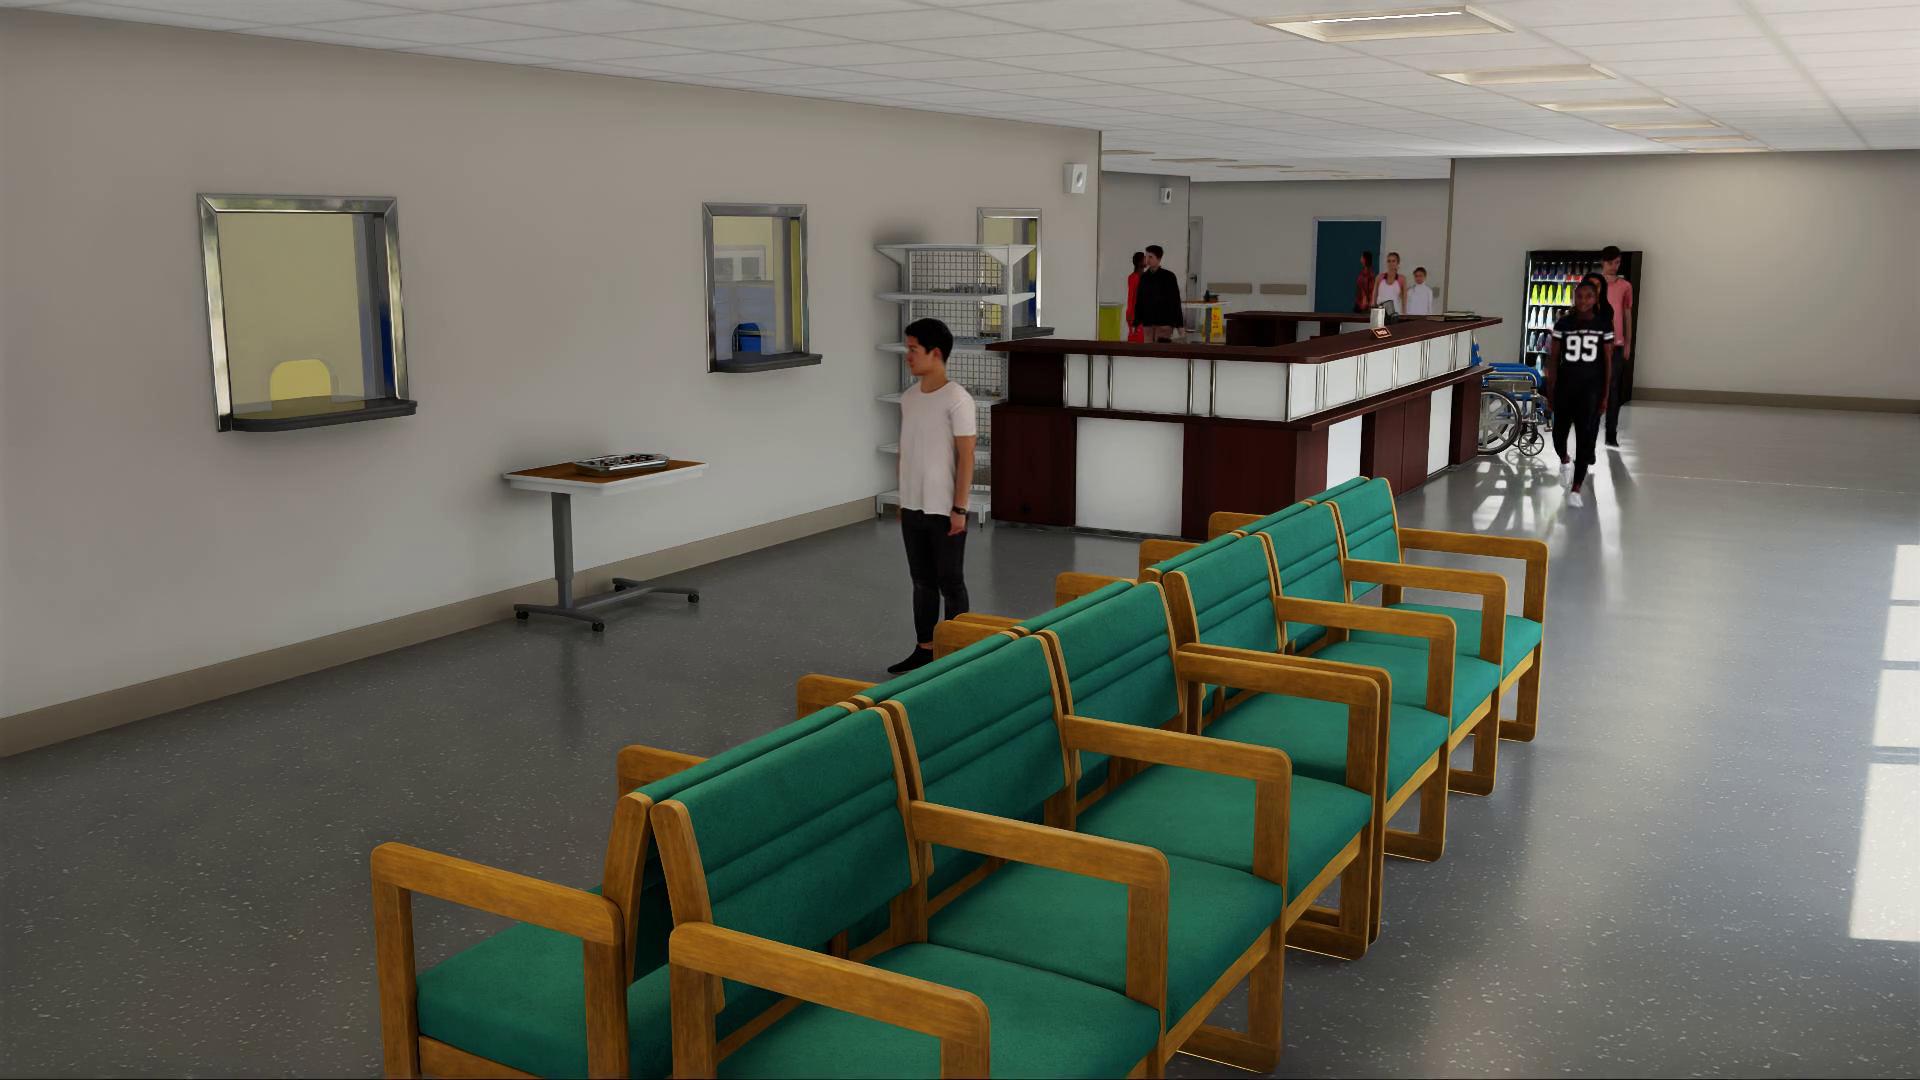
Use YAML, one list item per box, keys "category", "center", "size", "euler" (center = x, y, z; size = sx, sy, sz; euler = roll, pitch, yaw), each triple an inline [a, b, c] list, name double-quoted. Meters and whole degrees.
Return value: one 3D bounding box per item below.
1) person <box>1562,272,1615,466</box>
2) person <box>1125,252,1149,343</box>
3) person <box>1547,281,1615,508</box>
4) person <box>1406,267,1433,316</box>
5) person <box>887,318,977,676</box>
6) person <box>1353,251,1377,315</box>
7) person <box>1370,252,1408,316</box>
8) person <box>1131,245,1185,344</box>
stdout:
- category: "person"
  center: [5.657, -1.534, 14.983]
  size: [0.546, 1.723, 0.624]
  euler: [7, 13, 32]
- category: "person"
  center: [2.384, -3.062, 22.951]
  size: [0.999, 1.754, 0.678]
  euler: [7, 13, 34]
- category: "person"
  center: [4.798, -1.133, 12.891]
  size: [0.932, 1.715, 0.755]
  euler: [4, 11, 21]
- category: "person"
  center: [6.598, -3.131, 23.881]
  size: [0.545, 1.543, 0.634]
  euler: [4, 12, 21]
- category: "person"
  center: [-0.113, -0.188, 7.819]
  size: [0.745, 1.718, 0.591]
  euler: [-9, 14, -38]
- category: "person"
  center: [7.127, -4.138, 28.888]
  size: [1.094, 1.654, 0.641]
  euler: [7, 13, 31]
- category: "person"
  center: [5.793, -2.966, 22.466]
  size: [1.099, 1.746, 0.699]
  euler: [7, 13, 32]
- category: "person"
  center: [2.373, -2.471, 19.434]
  size: [0.705, 1.904, 0.885]
  euler: [10, 15, 43]
